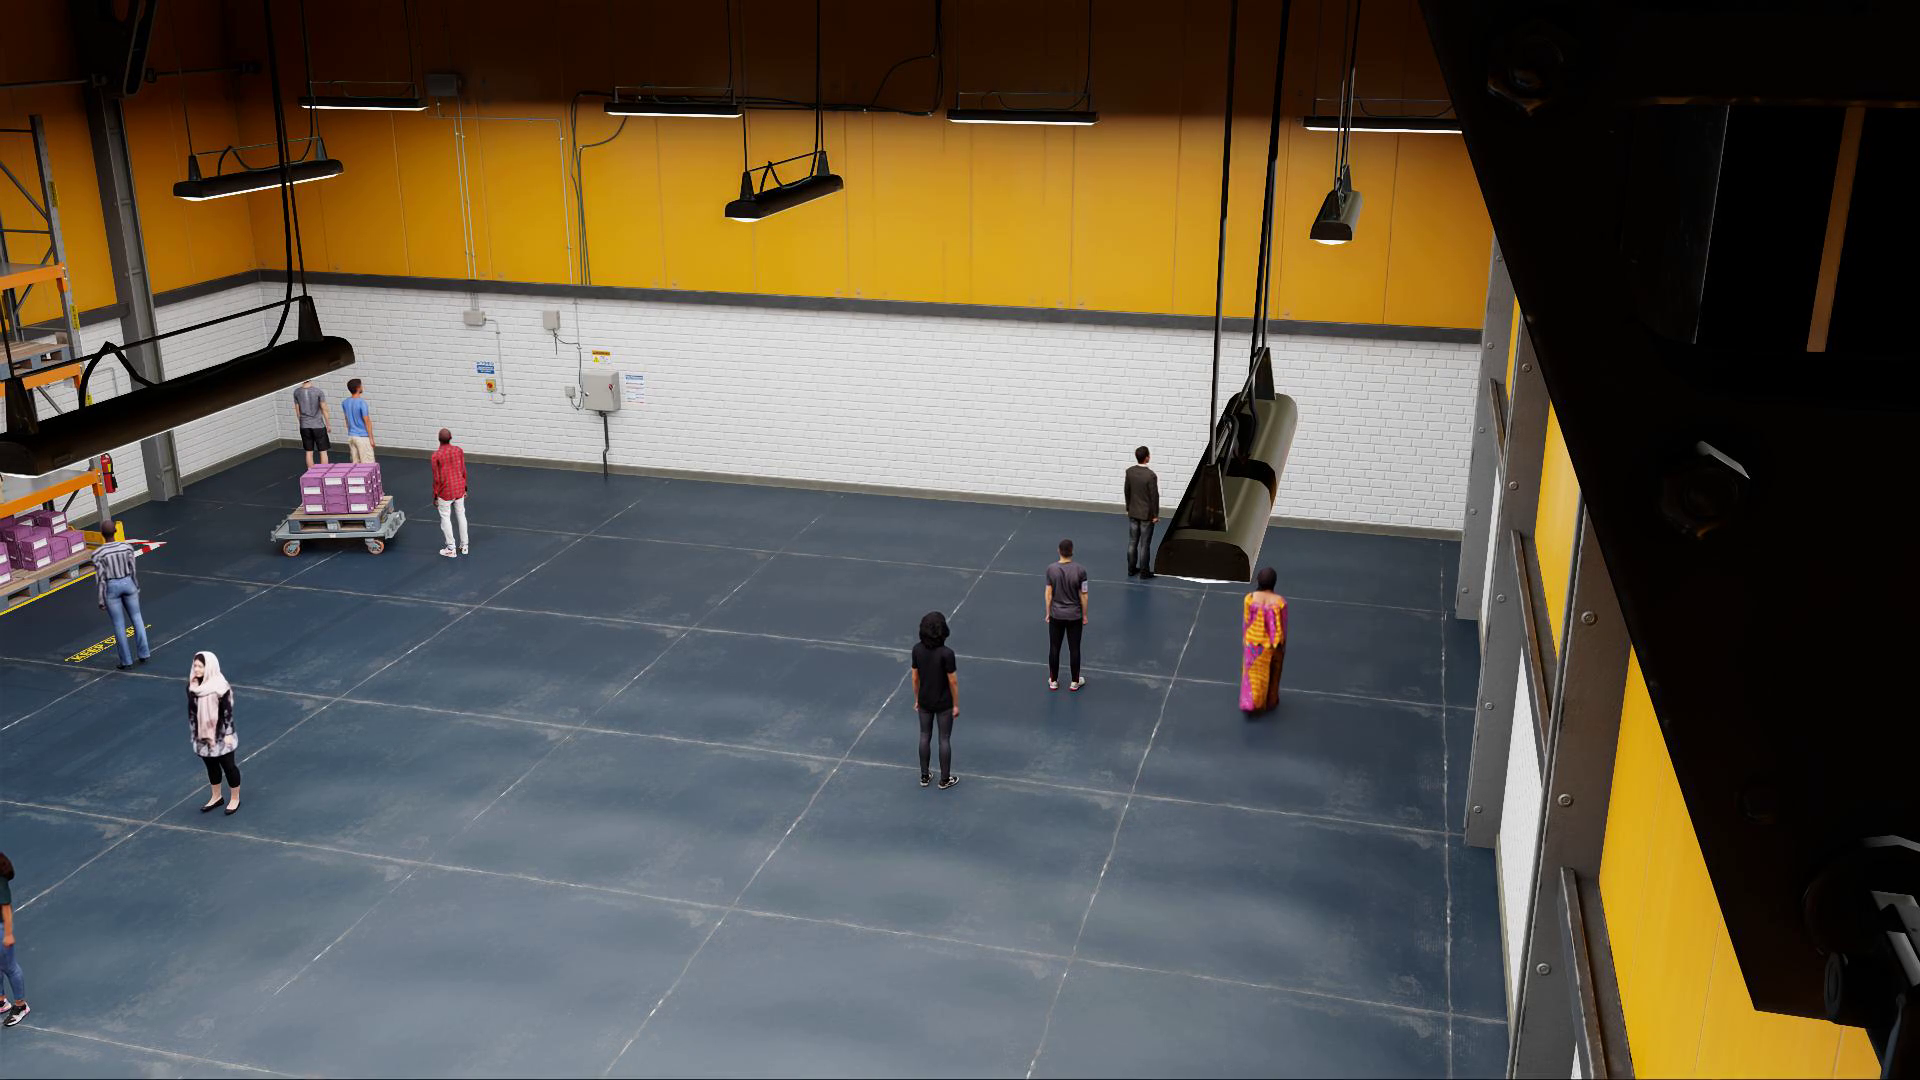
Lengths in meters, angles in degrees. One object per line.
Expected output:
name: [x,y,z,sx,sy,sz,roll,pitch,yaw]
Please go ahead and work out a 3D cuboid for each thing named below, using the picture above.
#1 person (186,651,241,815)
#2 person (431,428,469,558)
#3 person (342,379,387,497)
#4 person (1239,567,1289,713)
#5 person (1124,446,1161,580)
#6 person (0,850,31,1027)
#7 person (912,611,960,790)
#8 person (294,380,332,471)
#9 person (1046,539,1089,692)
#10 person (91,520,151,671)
person: [-7.127,1.820,15.891,0.618,1.638,0.608,4,19,13]
person: [-7.051,-0.678,23.023,0.705,1.820,0.816,-17,25,-41]
person: [-9.239,-1.570,25.605,0.679,1.864,0.612,9,20,24]
person: [3.283,1.069,18.033,0.685,1.694,0.866,7,20,20]
person: [2.419,-0.381,22.166,0.752,1.804,0.716,16,24,39]
person: [-7.372,2.922,12.653,0.611,1.616,0.603,7,20,19]
person: [-0.248,1.563,16.343,0.659,1.836,0.575,8,20,22]
person: [-10.229,-1.799,26.272,0.710,1.871,0.649,0,19,0]
person: [1.181,0.835,18.619,0.643,1.764,0.562,3,19,10]
person: [-9.685,0.627,19.188,0.761,1.795,0.625,16,24,38]
